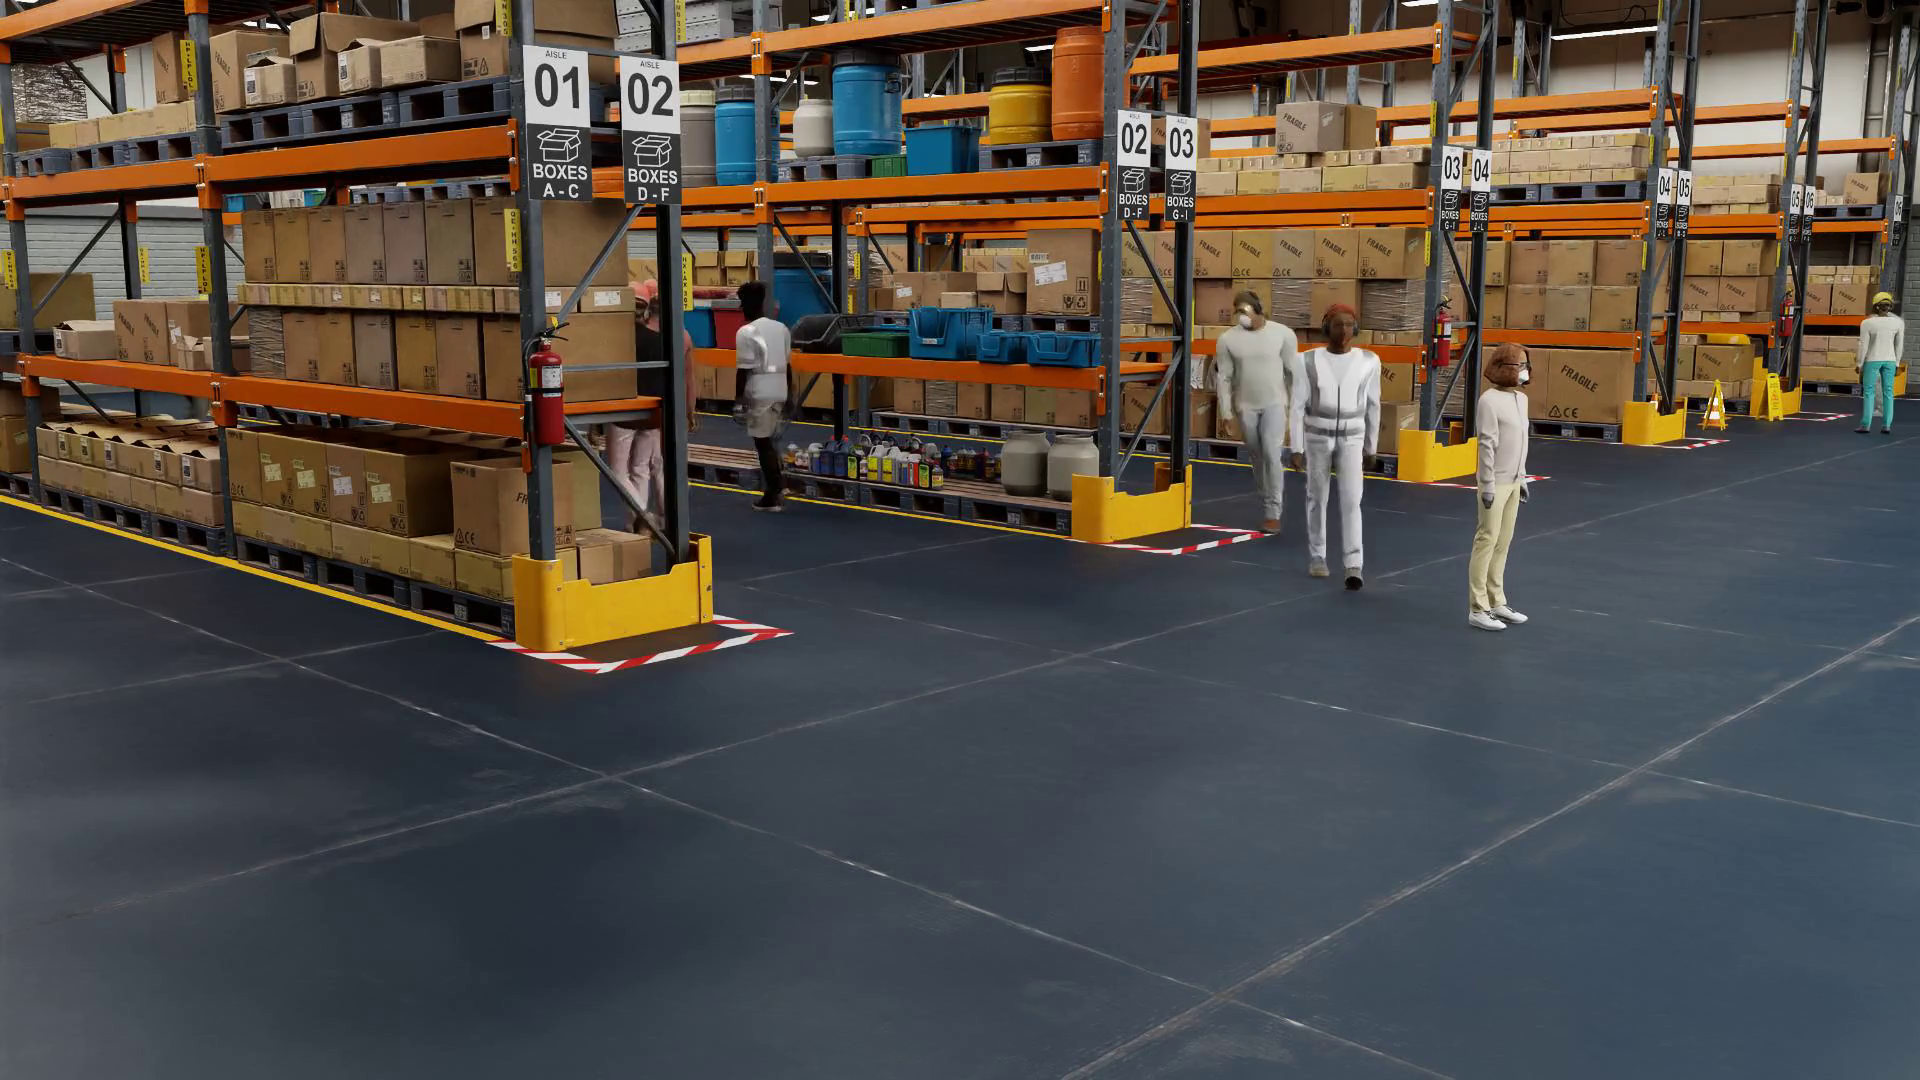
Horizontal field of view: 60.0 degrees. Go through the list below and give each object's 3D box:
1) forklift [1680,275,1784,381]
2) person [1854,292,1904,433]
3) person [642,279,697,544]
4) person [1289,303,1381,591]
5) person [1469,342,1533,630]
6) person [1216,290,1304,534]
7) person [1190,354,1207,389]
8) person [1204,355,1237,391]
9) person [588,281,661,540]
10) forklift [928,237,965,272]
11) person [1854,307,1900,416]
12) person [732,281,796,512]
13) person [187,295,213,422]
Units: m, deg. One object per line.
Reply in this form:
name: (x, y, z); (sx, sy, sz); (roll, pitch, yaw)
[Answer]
forklift: (12.480, -3.427, 27.053); (1.214, 2.155, 2.313); (9, 13, 43)
person: (11.497, -2.214, 20.822); (0.522, 1.761, 0.321); (1, 9, 6)
person: (-2.290, -0.959, 12.493); (0.499, 1.970, 0.633); (5, 11, 30)
person: (2.428, -0.612, 10.786); (0.597, 1.825, 1.010); (1, 9, 6)
person: (3.120, -0.315, 9.561); (0.285, 1.633, 0.500); (8, 12, 41)
person: (2.307, -0.983, 12.888); (0.685, 1.882, 0.899); (3, 10, 20)
person: (2.928, -2.319, 21.211); (0.430, 1.845, 0.624); (5, 11, 28)
person: (3.422, -2.431, 21.802); (0.602, 1.870, 0.992); (-7, 12, -38)
person: (-2.306, -0.854, 11.847); (0.629, 1.964, 0.708); (-6, 11, -31)
forklift: (-0.326, -5.817, 39.609); (1.129, 2.768, 1.873); (9, 13, 43)
person: (12.889, -2.610, 23.397); (0.512, 1.692, 0.875); (0, 9, 1)
person: (-1.682, -1.210, 14.090); (0.447, 1.940, 0.623); (5, 11, 30)
person: (-7.630, -1.598, 16.968); (0.943, 1.777, 0.620); (8, 12, 41)
